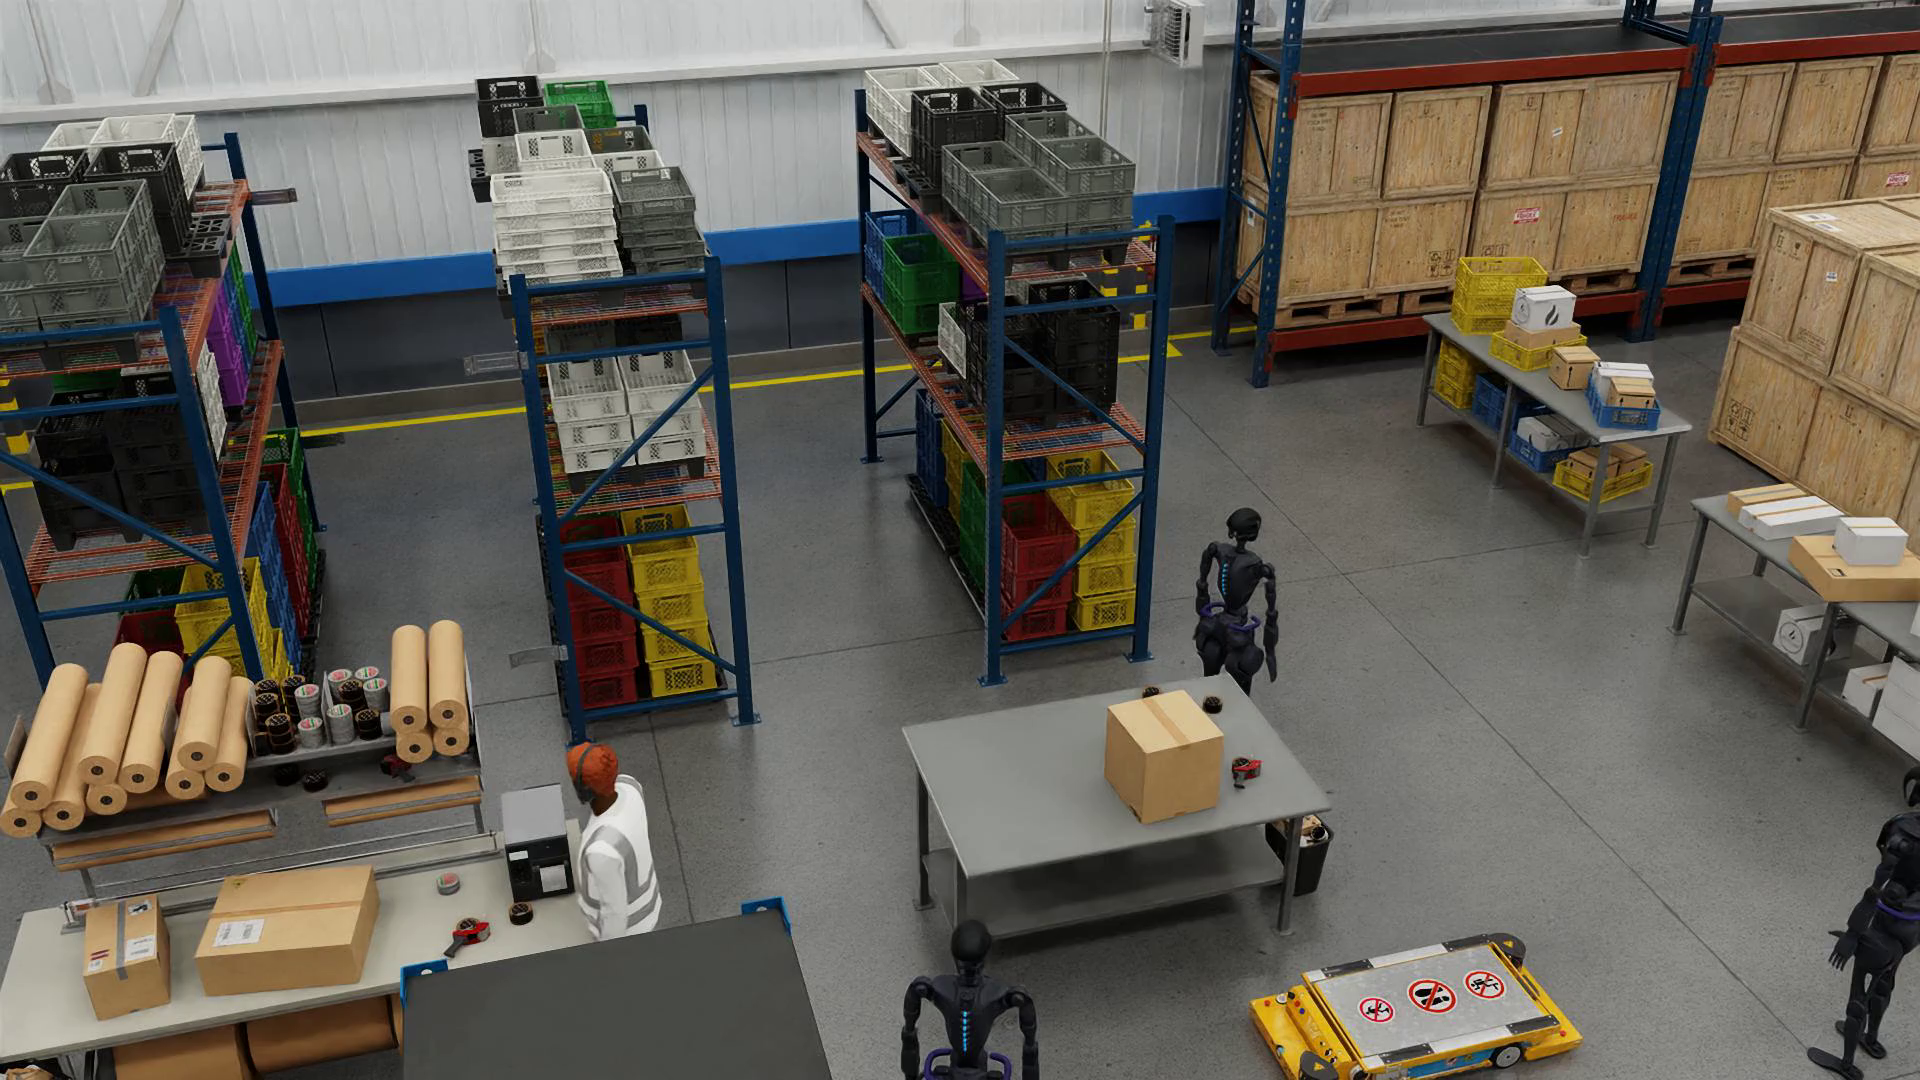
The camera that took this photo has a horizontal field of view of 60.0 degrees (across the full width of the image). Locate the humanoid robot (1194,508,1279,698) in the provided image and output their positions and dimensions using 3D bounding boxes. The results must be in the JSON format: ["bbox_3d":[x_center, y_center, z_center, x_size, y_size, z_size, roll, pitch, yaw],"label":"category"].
[{"bbox_3d":[1.587,0.561,9.662,0.330,1.657,0.601,-25,37,-38],"label":"humanoid robot"}]

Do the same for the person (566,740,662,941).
[{"bbox_3d":[-1.514,1.689,7.414,0.358,1.881,0.572,0,29,1],"label":"person"}]

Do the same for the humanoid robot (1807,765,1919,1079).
[{"bbox_3d":[4.219,1.726,7.557,0.562,1.653,0.313,-19,34,-31],"label":"humanoid robot"}]

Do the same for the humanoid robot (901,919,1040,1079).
[{"bbox_3d":[0.038,2.210,6.675,0.573,1.652,0.328,3,29,6],"label":"humanoid robot"}]

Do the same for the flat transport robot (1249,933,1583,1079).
[{"bbox_3d":[2.184,2.282,7.980,1.431,0.197,0.652,-8,30,-14],"label":"flat transport robot"}]
